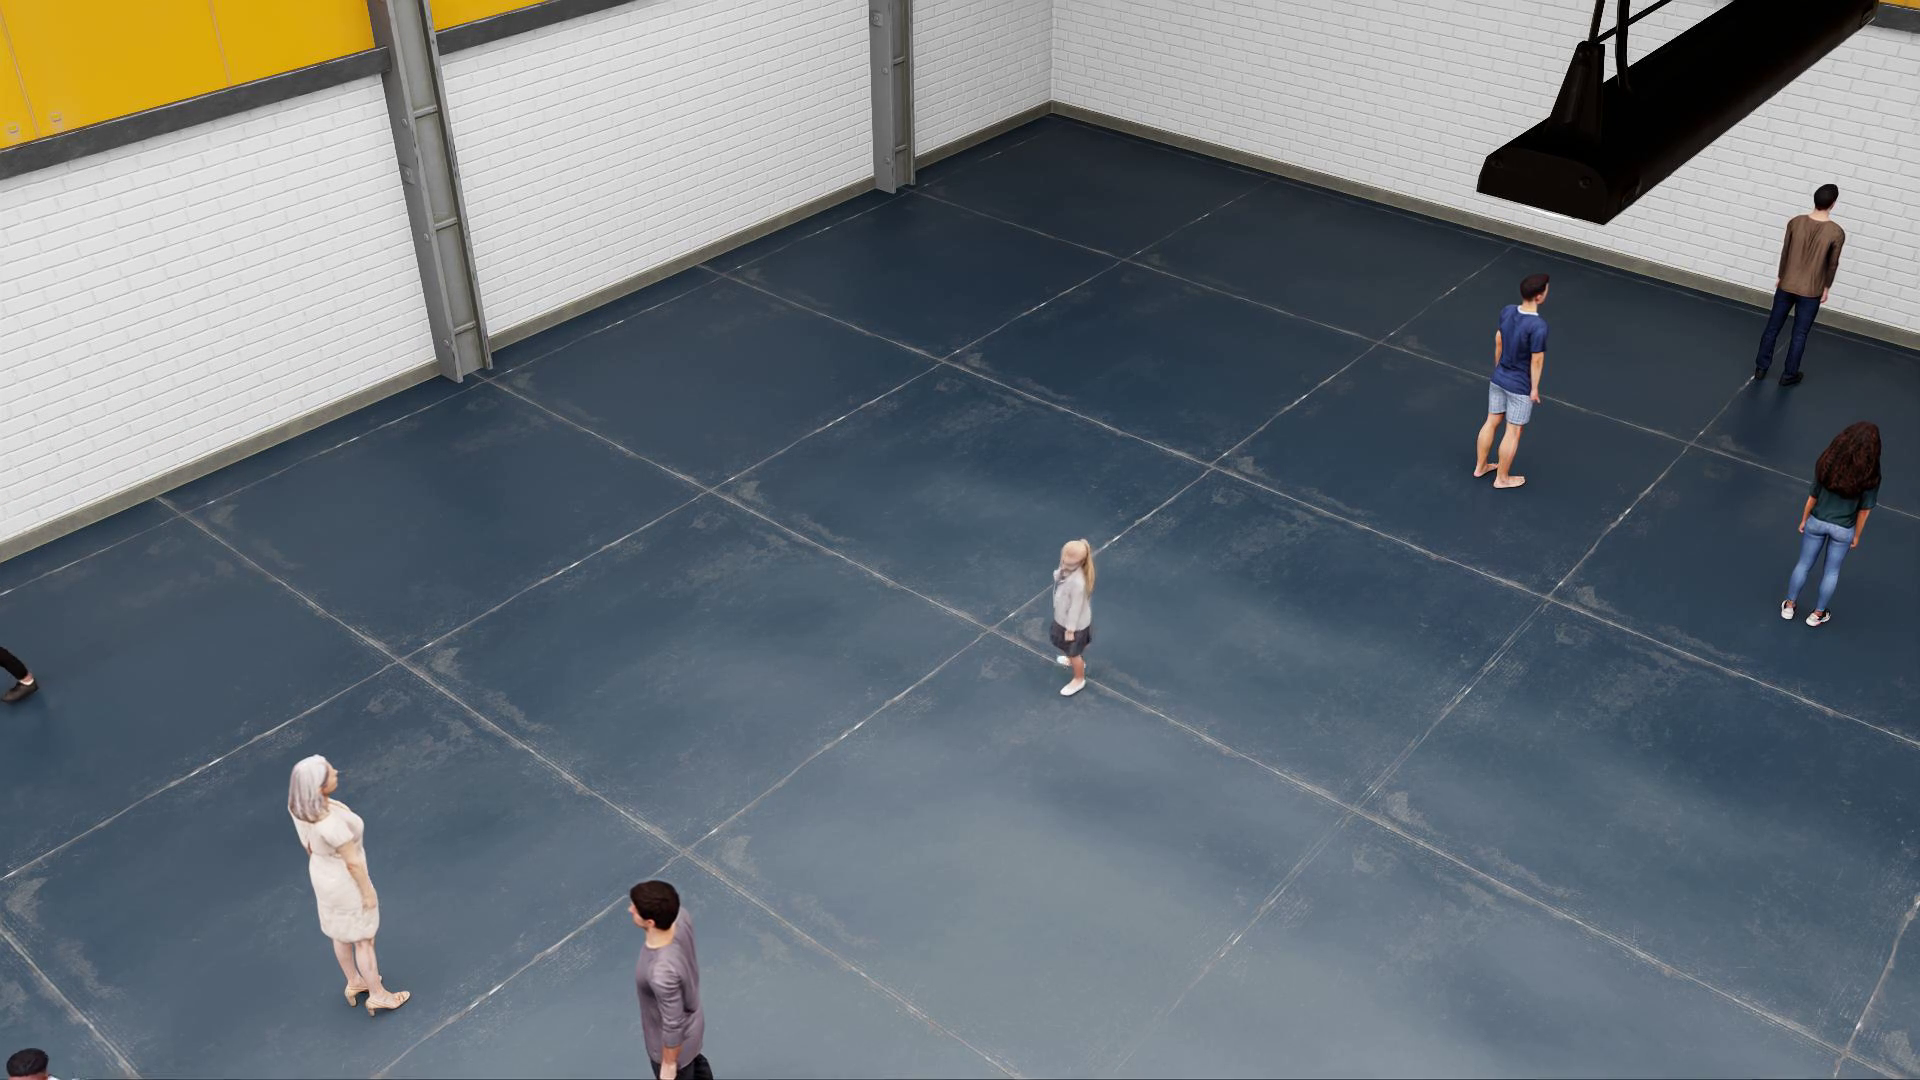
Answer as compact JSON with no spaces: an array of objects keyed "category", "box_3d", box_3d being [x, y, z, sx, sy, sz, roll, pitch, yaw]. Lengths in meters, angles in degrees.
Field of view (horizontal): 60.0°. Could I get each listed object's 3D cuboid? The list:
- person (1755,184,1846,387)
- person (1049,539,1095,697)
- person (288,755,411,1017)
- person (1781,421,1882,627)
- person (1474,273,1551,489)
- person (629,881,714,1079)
[{"category":"person","box_3d":[7.529,-2.283,14.884,0.645,1.889,0.564,26,42,34]},{"category":"person","box_3d":[0.788,0.493,11.283,0.737,1.252,0.701,1,34,2]},{"category":"person","box_3d":[-3.276,1.841,8.819,0.597,1.735,0.551,23,40,31]},{"category":"person","box_3d":[6.225,-0.120,11.877,0.598,1.615,0.586,23,40,30]},{"category":"person","box_3d":[4.471,-1.289,13.426,0.665,1.847,0.689,-18,37,-24]},{"category":"person","box_3d":[-1.360,2.324,7.986,0.800,1.853,0.716,0,34,-1]}]
